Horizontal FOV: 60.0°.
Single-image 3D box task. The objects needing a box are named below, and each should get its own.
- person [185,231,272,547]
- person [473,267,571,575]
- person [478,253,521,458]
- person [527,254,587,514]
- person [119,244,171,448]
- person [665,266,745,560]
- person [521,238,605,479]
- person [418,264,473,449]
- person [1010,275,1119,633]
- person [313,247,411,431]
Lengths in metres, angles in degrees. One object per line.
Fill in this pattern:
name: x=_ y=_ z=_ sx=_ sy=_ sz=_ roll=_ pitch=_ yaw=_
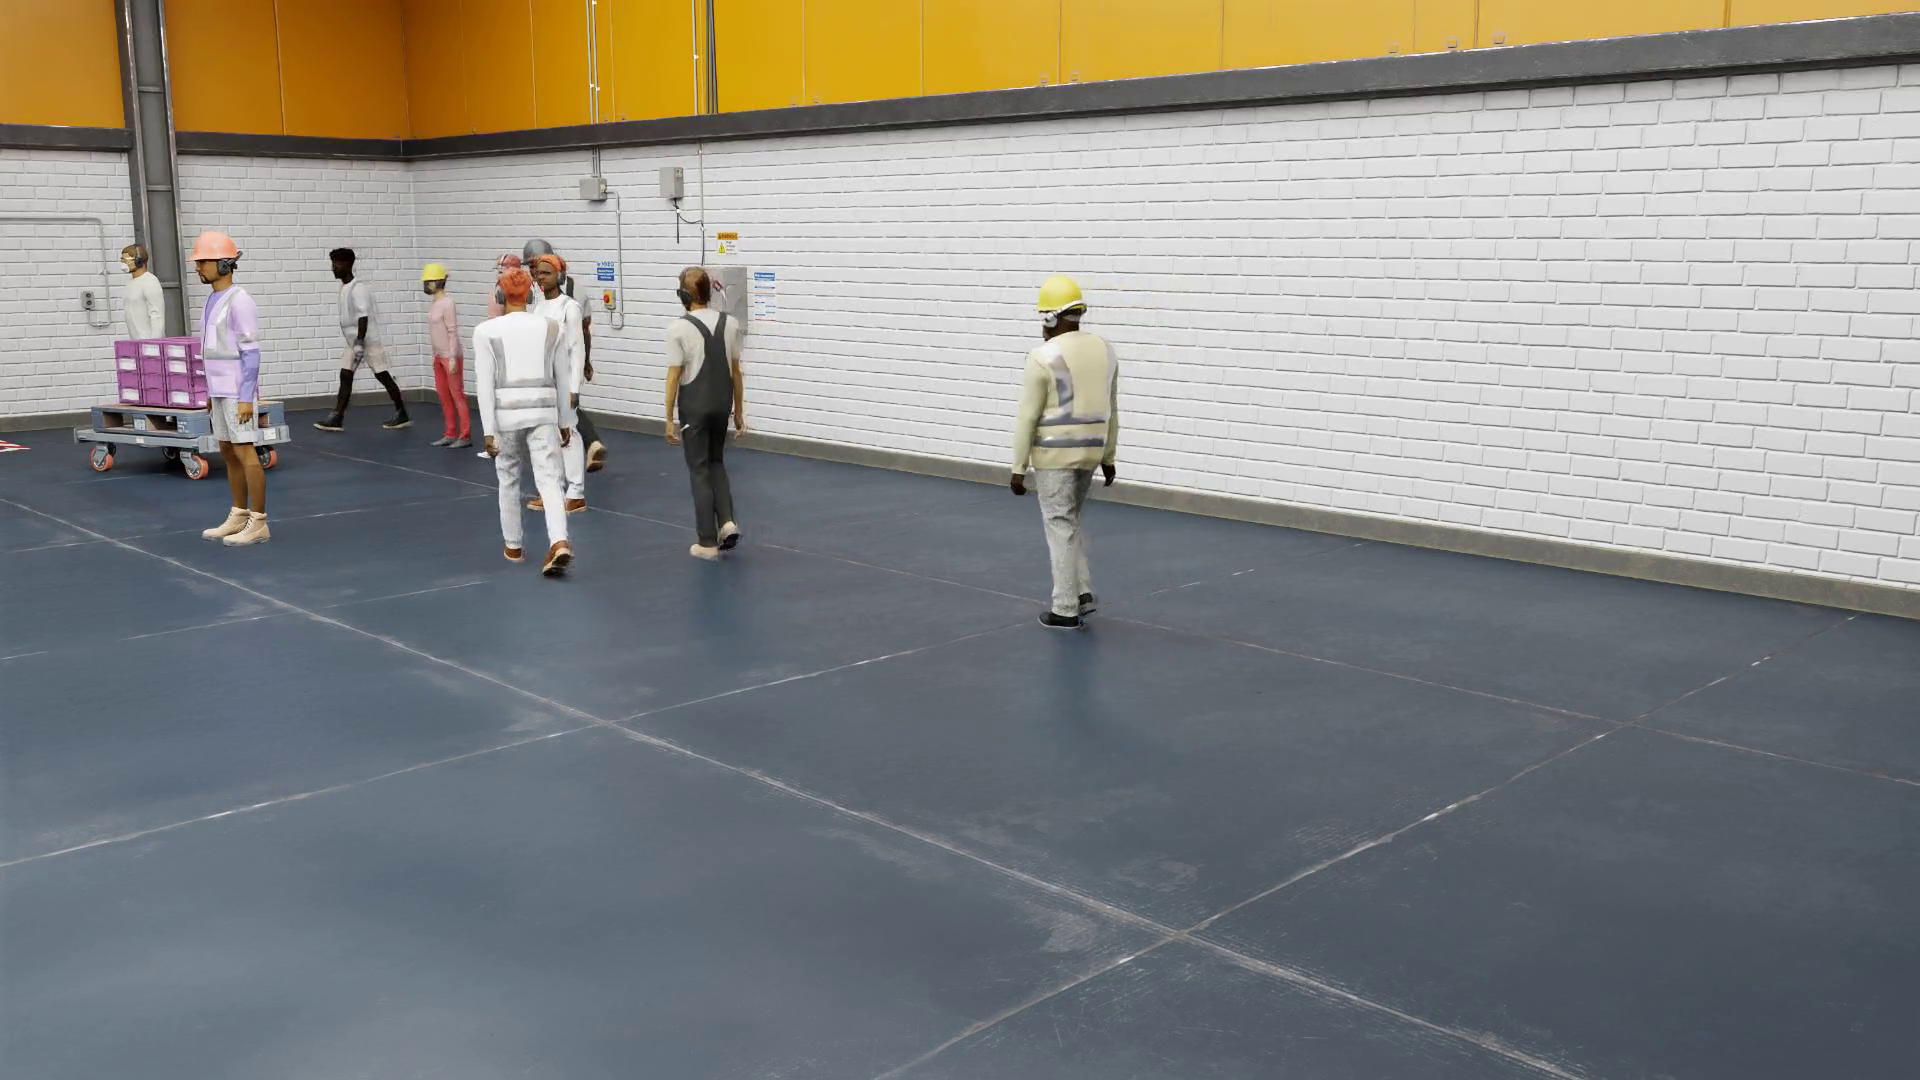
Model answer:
person: x=-4.796 y=-0.980 z=10.882 sx=0.615 sy=2.042 sz=0.372 roll=10 pitch=14 yaw=44
person: x=-2.606 y=-0.716 z=10.023 sx=0.577 sy=1.847 sz=0.980 roll=-5 pitch=12 yaw=-25
person: x=-3.960 y=-1.620 z=14.854 sx=0.910 sy=1.871 sz=0.642 roll=2 pitch=11 yaw=13
person: x=-2.952 y=-1.129 z=12.127 sx=0.584 sy=1.884 sz=0.347 roll=10 pitch=14 yaw=44
person: x=-7.823 y=-1.858 z=15.955 sx=0.635 sy=1.939 sz=0.362 roll=10 pitch=14 yaw=44
person: x=-1.611 y=-0.784 z=10.388 sx=0.533 sy=1.830 sz=0.413 roll=-8 pitch=13 yaw=-38
person: x=-3.339 y=-1.497 z=13.706 sx=0.641 sy=2.000 sz=0.693 roll=6 pitch=12 yaw=31
person: x=-4.902 y=-1.735 z=15.819 sx=0.444 sy=1.748 sz=0.531 roll=-8 pitch=13 yaw=-38
person: x=0.516 y=-0.427 z=8.474 sx=0.625 sy=1.817 sz=0.457 roll=-9 pitch=14 yaw=-40
person: x=-6.210 y=-2.075 z=17.262 sx=0.987 sy=1.909 sz=0.617 roll=-10 pitch=14 yaw=-43
